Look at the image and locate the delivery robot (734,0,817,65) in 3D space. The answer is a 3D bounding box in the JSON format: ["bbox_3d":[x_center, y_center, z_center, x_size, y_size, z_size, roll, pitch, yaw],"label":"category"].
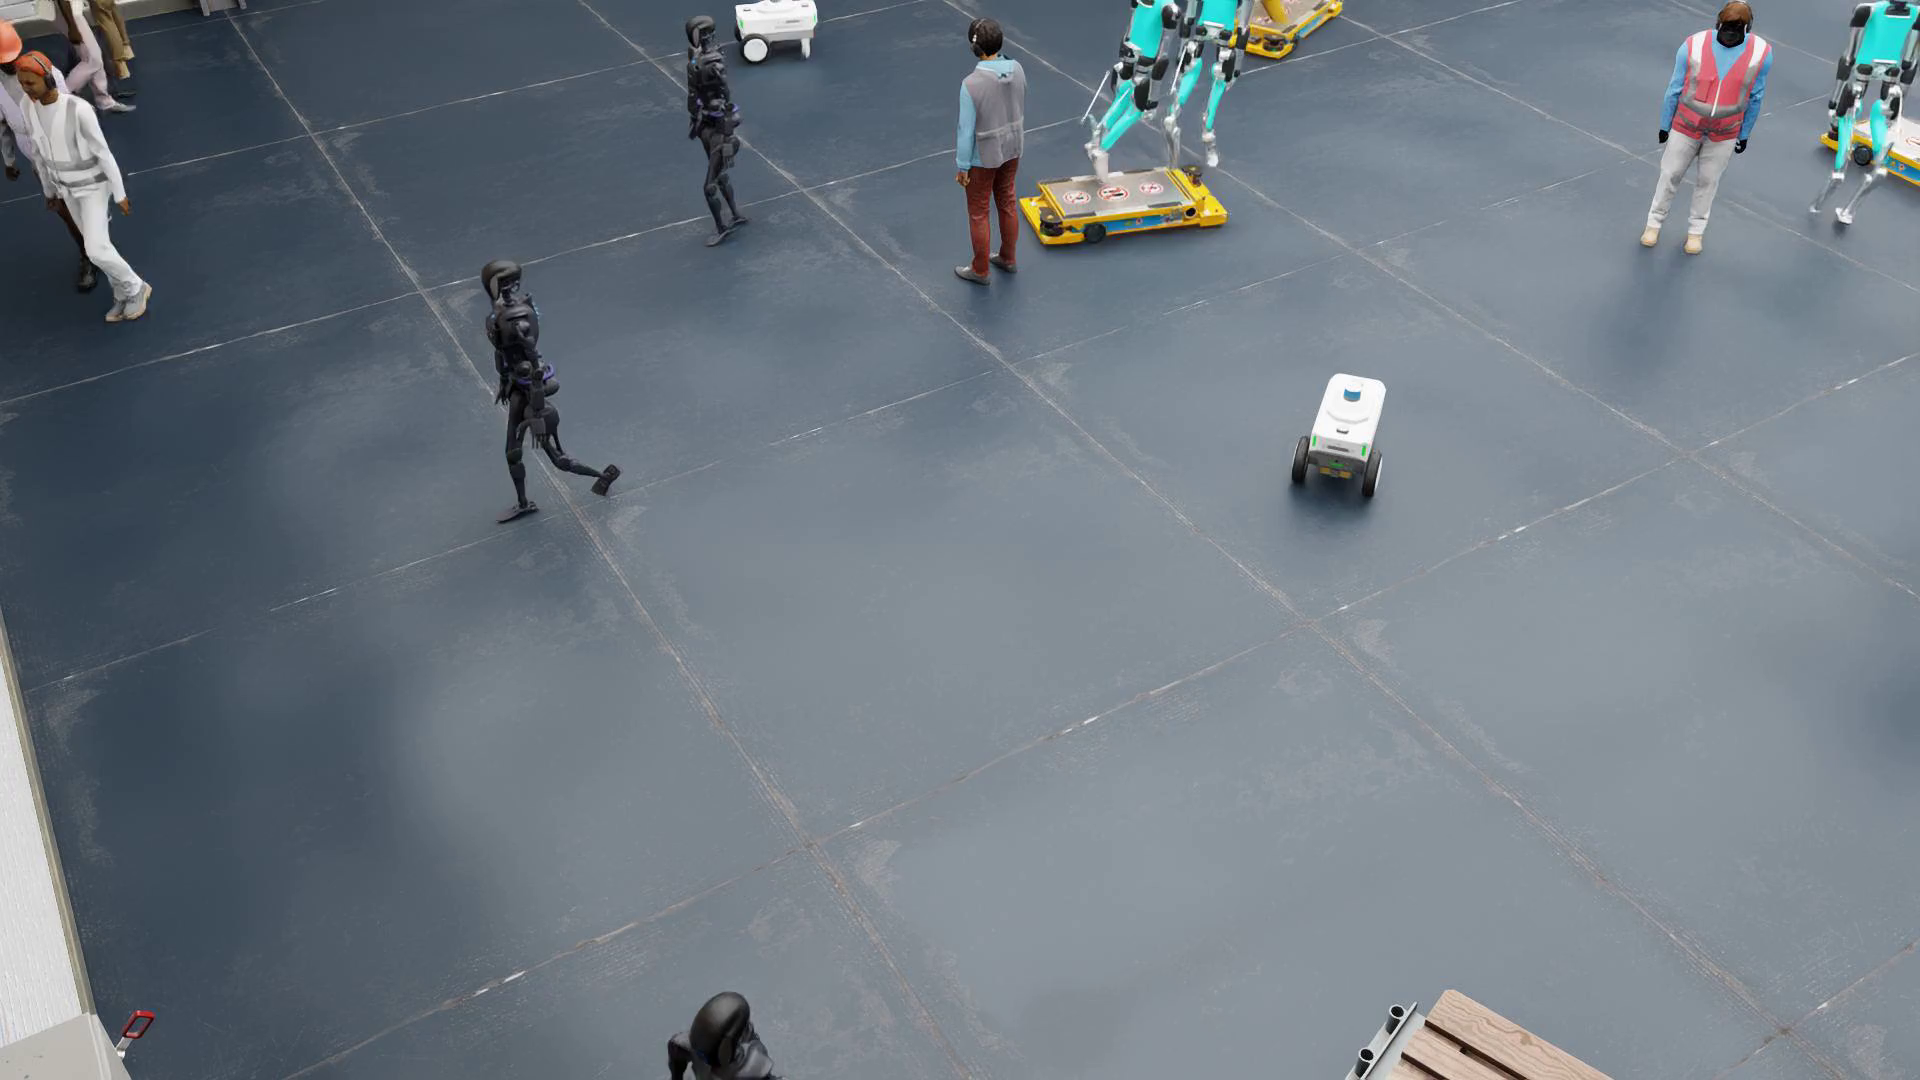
[{"bbox_3d":[-1.654,-4.607,14.862,0.749,0.578,0.505,-8,39,-9],"label":"delivery robot"}]

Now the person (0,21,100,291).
[{"bbox_3d":[-6.211,-2.607,11.266,0.563,1.895,0.677,5,39,6],"label":"person"}]

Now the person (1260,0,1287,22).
[{"bbox_3d":[2.857,-5.354,14.877,0.552,1.718,0.635,-28,46,-31],"label":"person"}]

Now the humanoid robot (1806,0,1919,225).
[{"bbox_3d":[6.575,-3.059,11.978,0.534,1.778,0.797,5,39,6],"label":"humanoid robot"}]

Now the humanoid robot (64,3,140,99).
[{"bbox_3d":[-7.407,-4.438,13.802,0.696,1.638,0.616,-20,42,-23],"label":"humanoid robot"}]

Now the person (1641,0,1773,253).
[{"bbox_3d":[5.237,-2.894,11.690,0.629,1.836,0.431,13,40,15],"label":"person"}]

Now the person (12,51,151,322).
[{"bbox_3d":[-5.755,-2.267,10.862,0.617,1.870,0.431,15,41,18],"label":"person"}]

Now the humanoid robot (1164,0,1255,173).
[{"bbox_3d":[1.854,-3.507,12.570,0.580,1.786,0.895,12,40,14],"label":"humanoid robot"}]

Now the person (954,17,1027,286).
[{"bbox_3d":[0.214,-2.605,11.290,0.542,1.870,0.418,-28,46,-30],"label":"person"}]

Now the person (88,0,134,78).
[{"bbox_3d":[-7.402,-4.883,14.267,0.418,1.744,0.549,-16,41,-19],"label":"person"}]

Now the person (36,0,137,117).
[{"bbox_3d":[-7.217,-4.217,13.365,0.570,1.816,0.610,-19,42,-23],"label":"person"}]

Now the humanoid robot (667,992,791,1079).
[{"bbox_3d":[-0.721,2.080,5.557,0.584,1.629,0.713,16,41,20],"label":"humanoid robot"}]

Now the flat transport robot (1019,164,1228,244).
[{"bbox_3d":[1.218,-2.511,12.460,1.431,0.231,0.659,-9,39,-11],"label":"flat transport robot"}]

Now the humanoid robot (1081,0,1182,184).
[{"bbox_3d":[1.156,-3.267,12.245,0.807,1.784,0.530,-18,42,-22],"label":"humanoid robot"}]

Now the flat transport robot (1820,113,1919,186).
[{"bbox_3d":[7.583,-2.990,13.064,0.659,0.231,1.431,-18,42,-21],"label":"flat transport robot"}]

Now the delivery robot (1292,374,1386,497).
[{"bbox_3d":[2.290,-0.640,9.884,0.499,0.614,0.808,13,40,15],"label":"delivery robot"}]

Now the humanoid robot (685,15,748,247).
[{"bbox_3d":[-1.783,-2.938,11.871,0.538,1.641,0.609,-24,44,-27],"label":"humanoid robot"}]

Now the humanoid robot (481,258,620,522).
[{"bbox_3d":[-2.345,-0.838,9.258,0.730,1.649,0.593,-23,44,-26],"label":"humanoid robot"}]

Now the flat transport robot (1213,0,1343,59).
[{"bbox_3d":[2.953,-4.816,15.368,0.659,0.231,1.431,22,43,26],"label":"flat transport robot"}]
